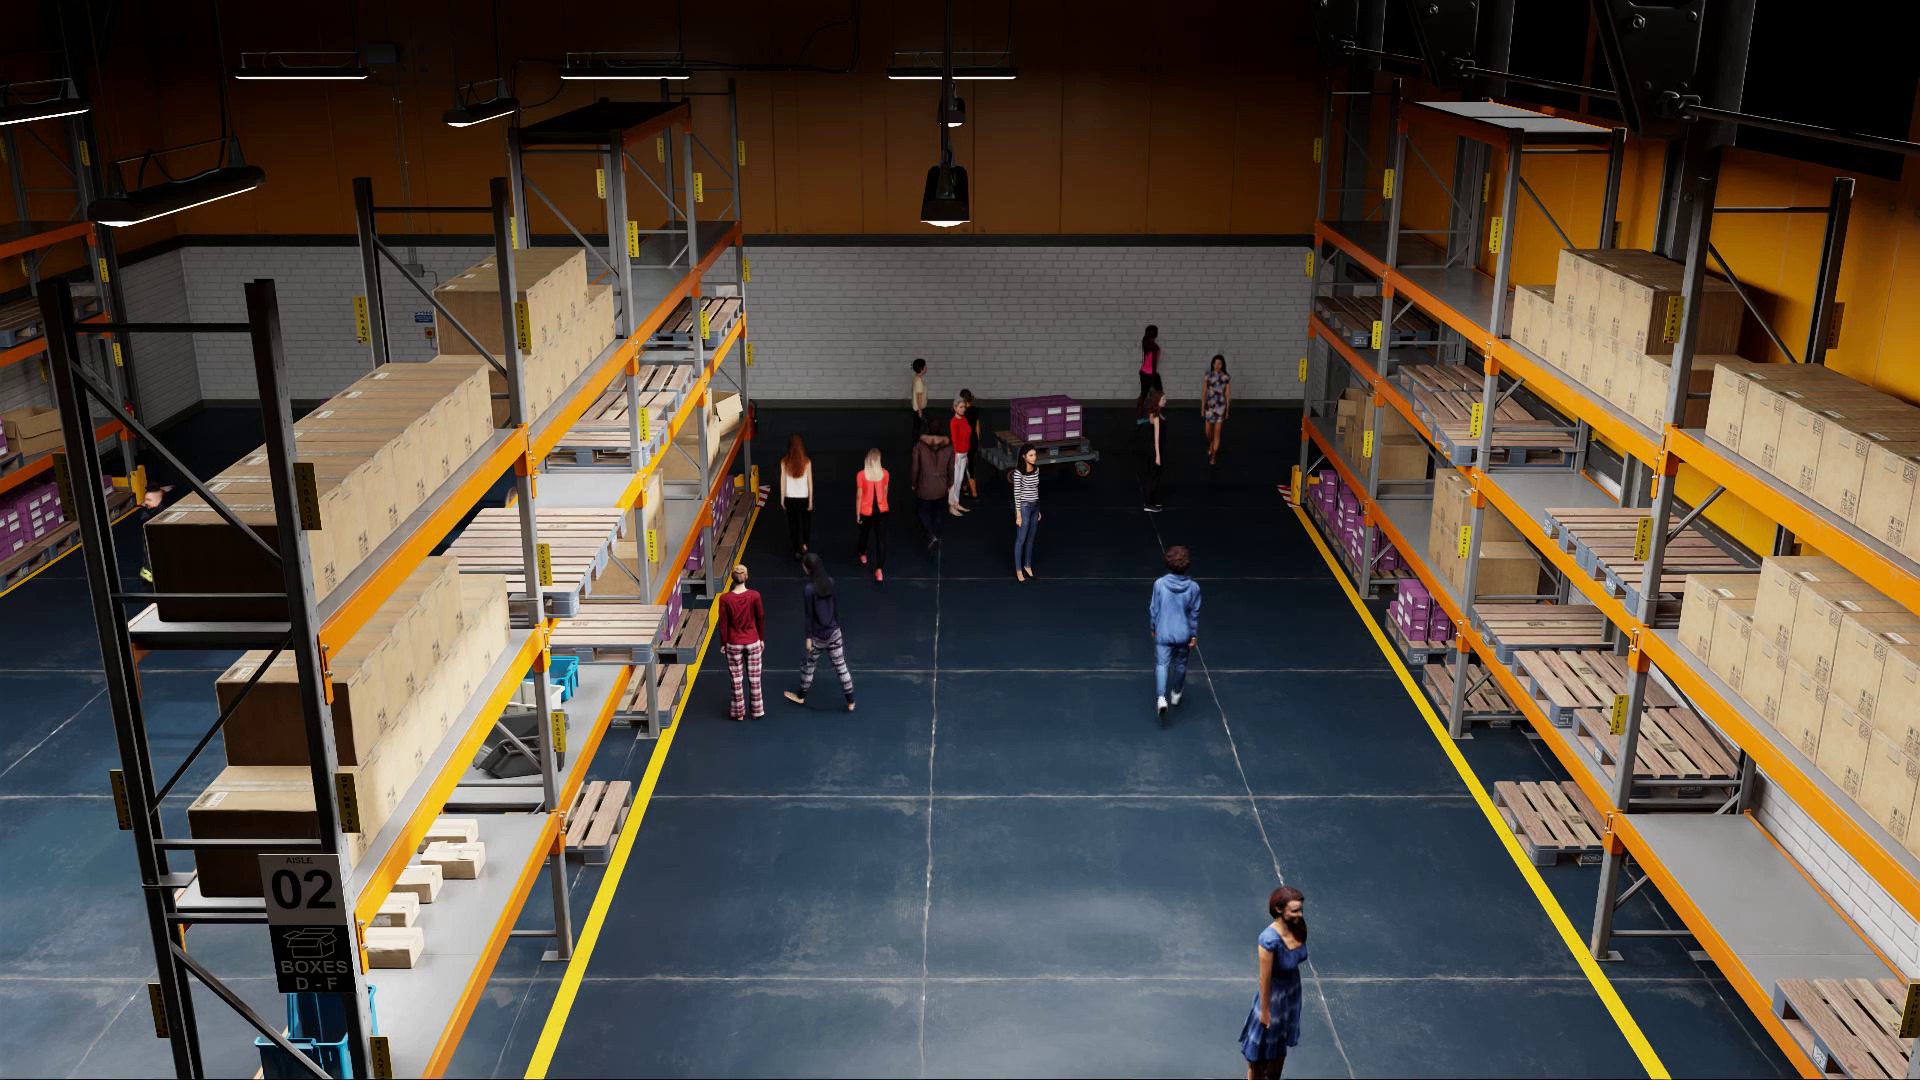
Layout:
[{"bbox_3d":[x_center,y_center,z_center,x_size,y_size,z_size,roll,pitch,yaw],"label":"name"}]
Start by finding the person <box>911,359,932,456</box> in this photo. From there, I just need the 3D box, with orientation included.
[{"bbox_3d":[-0.711,-2.096,26.470,0.720,1.577,0.595,-4,19,-12],"label":"person"}]

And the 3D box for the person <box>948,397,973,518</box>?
[{"bbox_3d":[-0.023,-1.197,23.616,0.687,1.694,0.590,10,21,26],"label":"person"}]

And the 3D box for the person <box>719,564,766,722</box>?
[{"bbox_3d":[-2.218,1.032,16.993,0.658,1.697,0.584,-4,19,-13],"label":"person"}]

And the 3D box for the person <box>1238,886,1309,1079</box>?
[{"bbox_3d":[2.070,3.055,10.817,0.819,1.805,0.732,14,23,35],"label":"person"}]

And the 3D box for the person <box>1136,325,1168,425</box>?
[{"bbox_3d":[3.155,-2.800,28.360,0.837,1.705,0.823,-10,21,-28],"label":"person"}]

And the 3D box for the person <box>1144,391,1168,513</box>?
[{"bbox_3d":[2.785,-1.287,23.806,0.683,1.744,0.493,3,19,9],"label":"person"}]

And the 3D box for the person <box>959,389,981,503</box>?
[{"bbox_3d":[0.180,-1.358,24.169,0.877,1.645,0.834,15,24,38],"label":"person"}]

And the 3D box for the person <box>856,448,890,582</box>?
[{"bbox_3d":[-1.060,-0.281,20.997,0.787,1.630,1.231,-5,19,-14],"label":"person"}]

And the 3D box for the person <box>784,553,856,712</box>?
[{"bbox_3d":[-1.361,0.988,17.153,1.114,1.678,1.096,17,25,41],"label":"person"}]

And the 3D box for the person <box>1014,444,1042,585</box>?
[{"bbox_3d":[0.840,-0.342,20.915,0.695,1.797,0.624,16,24,40],"label":"person"}]

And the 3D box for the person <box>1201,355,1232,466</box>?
[{"bbox_3d":[4.040,-2.063,26.146,0.713,1.721,0.893,5,19,14],"label":"person"}]

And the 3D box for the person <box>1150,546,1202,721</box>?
[{"bbox_3d":[2.177,0.963,17.059,0.805,1.786,1.150,3,19,10],"label":"person"}]

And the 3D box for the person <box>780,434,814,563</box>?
[{"bbox_3d":[-2.115,-0.510,21.548,0.589,1.711,0.635,-1,19,-2],"label":"person"}]

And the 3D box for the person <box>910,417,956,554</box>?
[{"bbox_3d":[-0.355,-0.699,21.919,0.888,1.833,1.018,-5,19,-14],"label":"person"}]
